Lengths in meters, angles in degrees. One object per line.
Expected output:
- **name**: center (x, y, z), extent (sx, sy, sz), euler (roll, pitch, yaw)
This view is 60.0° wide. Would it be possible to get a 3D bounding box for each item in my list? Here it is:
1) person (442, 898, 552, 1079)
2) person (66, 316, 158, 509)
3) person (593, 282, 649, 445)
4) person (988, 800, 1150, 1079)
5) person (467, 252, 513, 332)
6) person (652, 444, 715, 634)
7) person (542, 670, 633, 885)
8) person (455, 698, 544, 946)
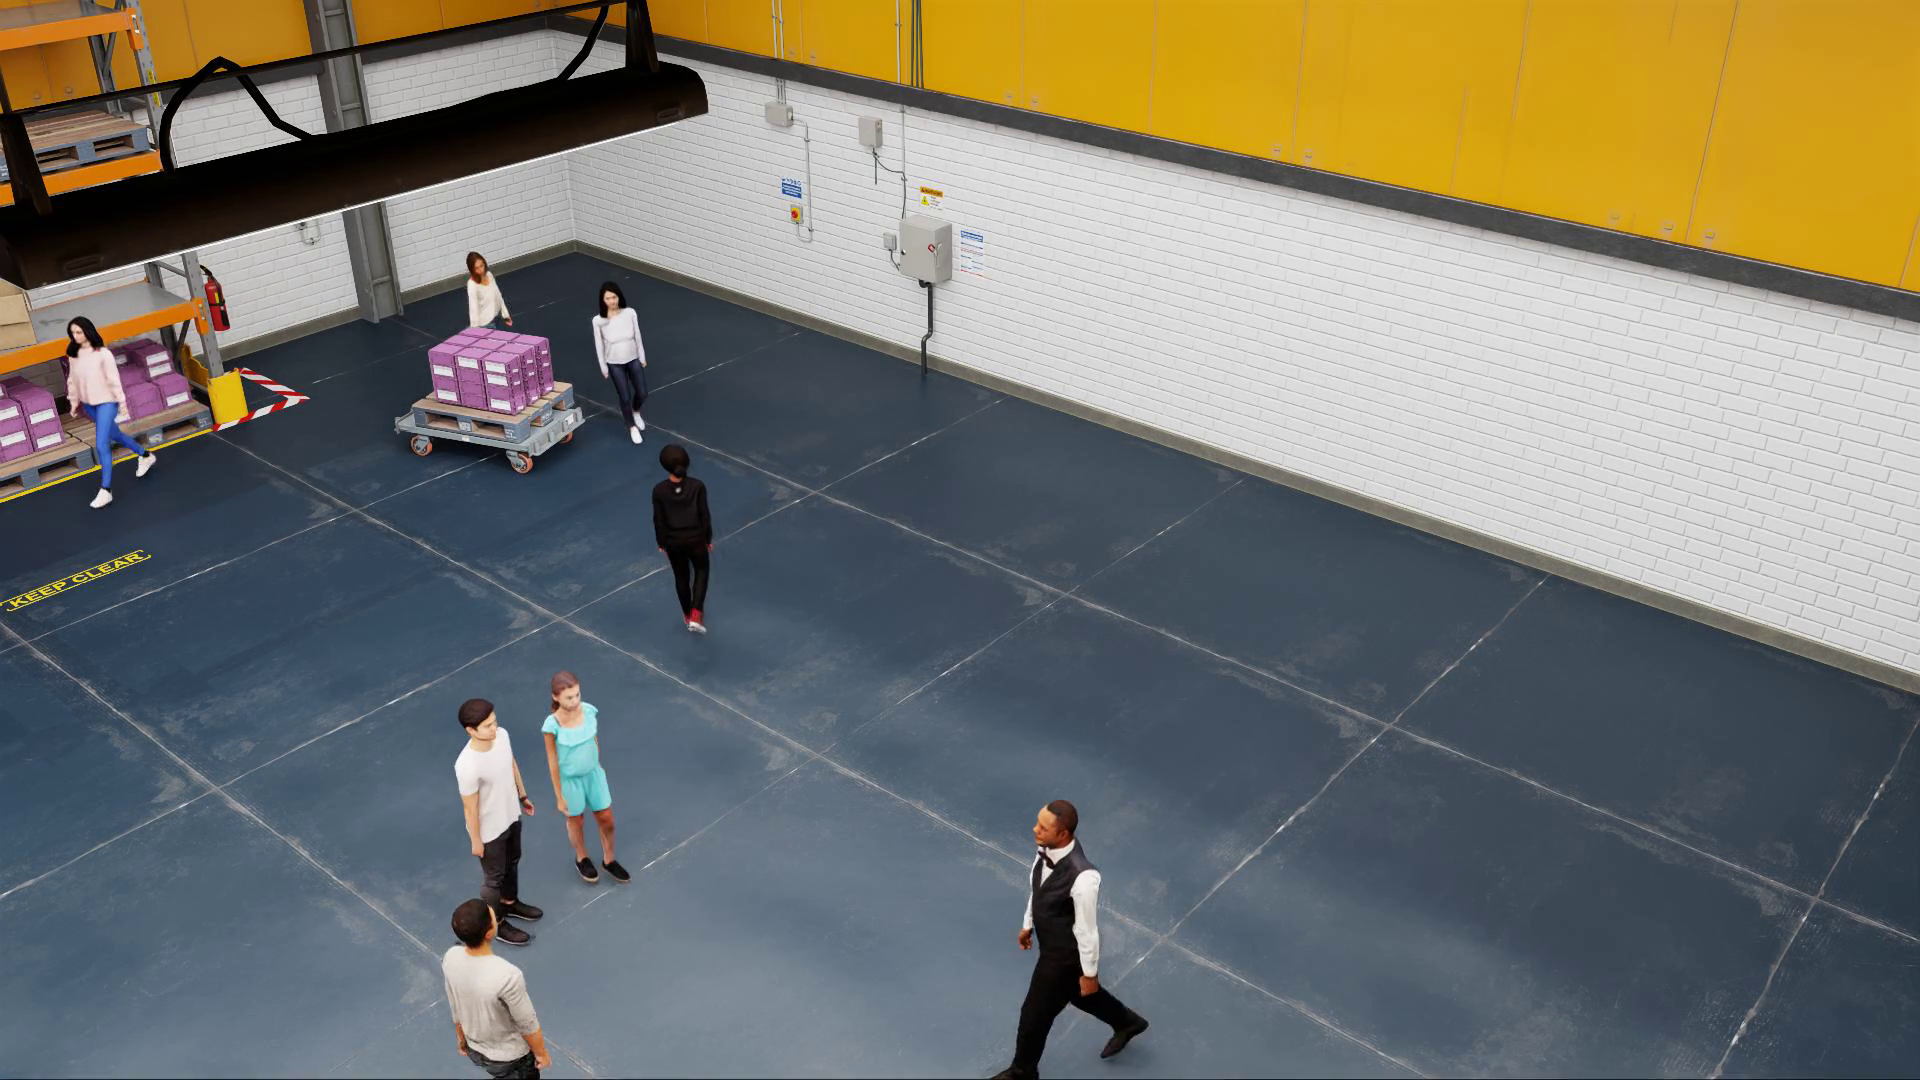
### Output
- **person**: center (-2.338, 2.579, 8.279), extent (0.765, 1.794, 1.065), euler (15, 32, 25)
- **person**: center (-7.875, -1.255, 15.376), extent (0.920, 1.728, 1.256), euler (10, 30, 17)
- **person**: center (-3.342, -1.773, 16.376), extent (0.751, 1.679, 0.830), euler (-14, 32, -24)
- **person**: center (0.658, 2.159, 8.949), extent (1.345, 1.888, 1.151), euler (-8, 30, -14)
- **person**: center (-4.983, -2.210, 17.227), extent (1.039, 1.632, 1.066), euler (1, 29, 2)
- **person**: center (-2.153, 0.037, 13.076), extent (0.874, 1.662, 0.923), euler (-4, 29, -7)
- **person**: center (-2.466, 1.477, 10.552), extent (0.673, 1.550, 0.694), euler (-20, 35, -33)
- **person**: center (-2.821, 1.654, 10.053), extent (0.782, 1.718, 0.647), euler (5, 29, 10)
